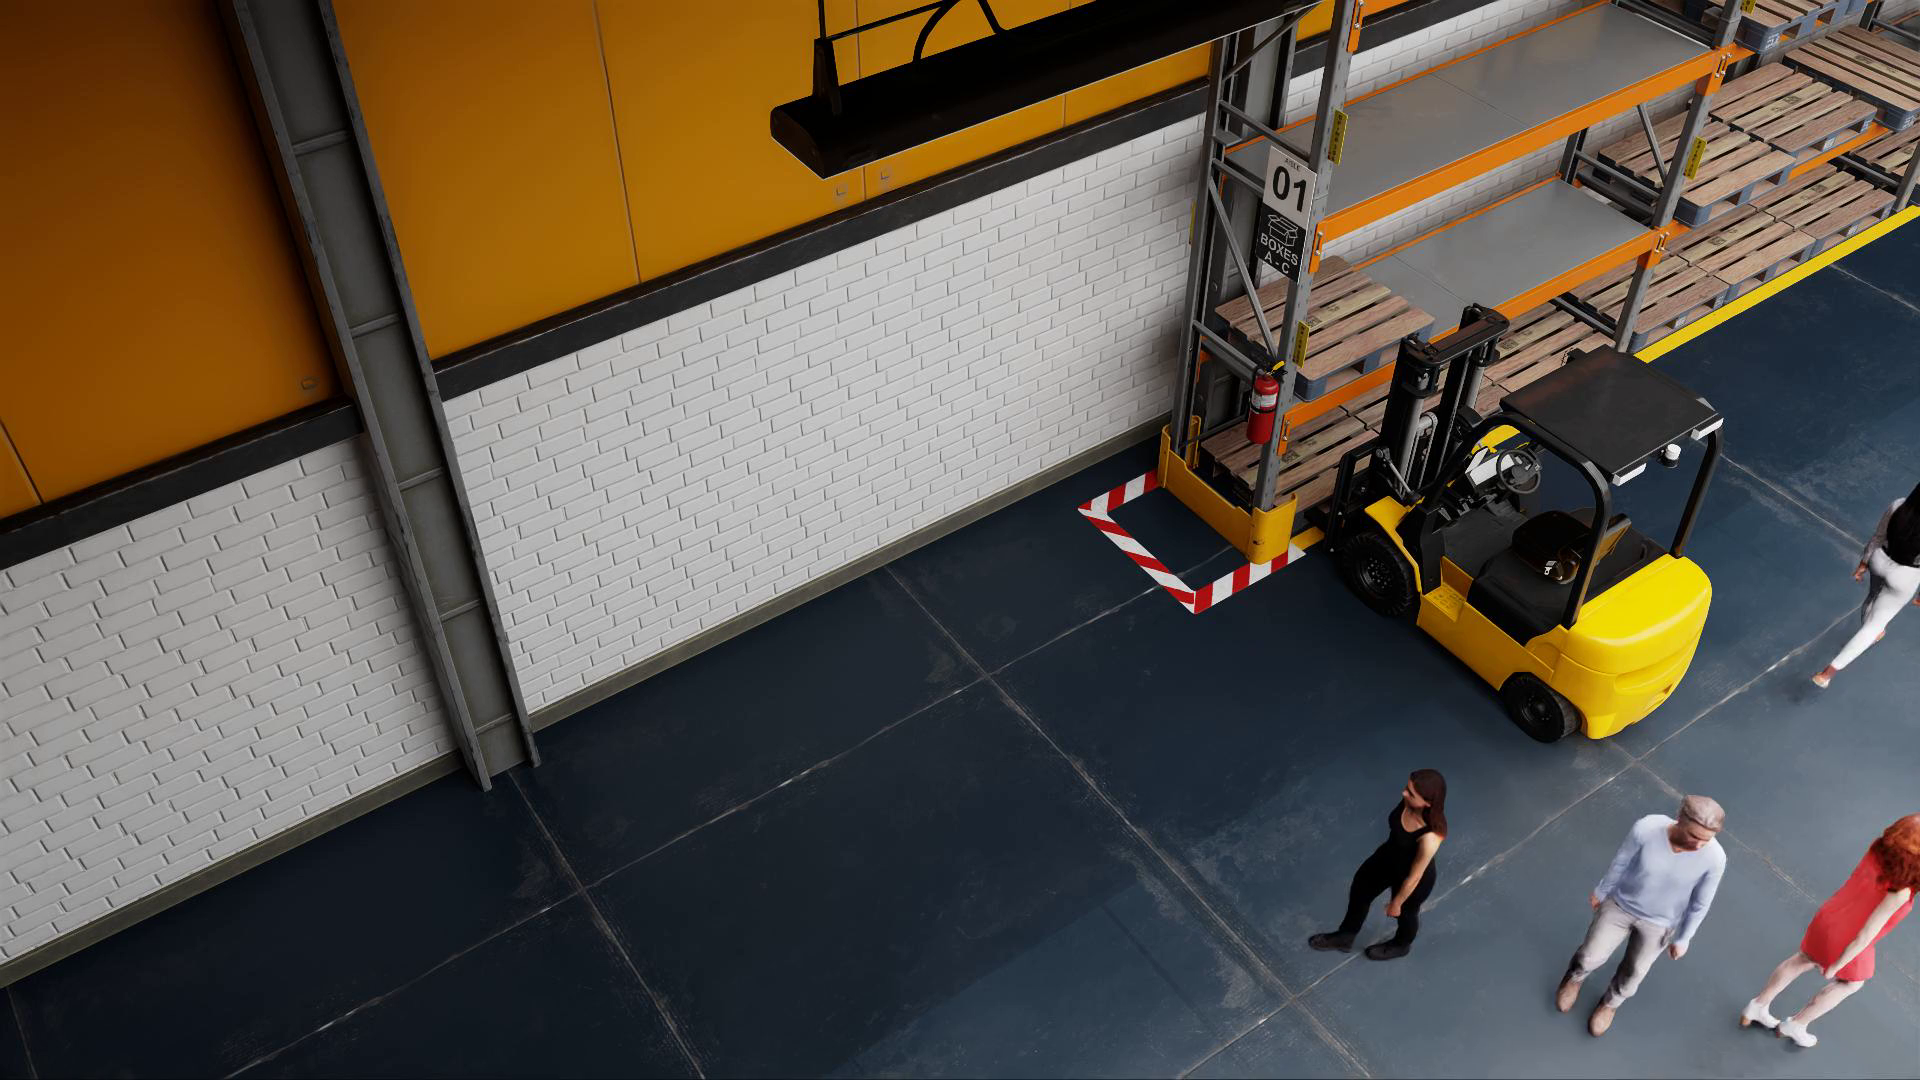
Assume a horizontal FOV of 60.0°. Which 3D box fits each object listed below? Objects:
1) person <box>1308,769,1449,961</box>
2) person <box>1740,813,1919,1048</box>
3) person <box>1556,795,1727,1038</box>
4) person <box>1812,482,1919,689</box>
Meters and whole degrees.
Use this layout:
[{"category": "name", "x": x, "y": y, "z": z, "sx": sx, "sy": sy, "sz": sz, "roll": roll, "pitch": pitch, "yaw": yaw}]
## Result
[{"category": "person", "x": 2.509, "y": 1.806, "z": 9.111, "sx": 0.928, "sy": 1.675, "sz": 0.807, "roll": -5, "pitch": 44, "yaw": -6}, {"category": "person", "x": 4.559, "y": 2.090, "z": 8.730, "sx": 0.858, "sy": 1.789, "sz": 0.795, "roll": 8, "pitch": 44, "yaw": 8}, {"category": "person", "x": 3.655, "y": 1.931, "z": 8.833, "sx": 0.799, "sy": 1.878, "sz": 0.802, "roll": 27, "pitch": 50, "yaw": 25}, {"category": "person", "x": 5.957, "y": 0.282, "z": 10.701, "sx": 1.146, "sy": 1.688, "sz": 0.587, "roll": -25, "pitch": 49, "yaw": -24}]
